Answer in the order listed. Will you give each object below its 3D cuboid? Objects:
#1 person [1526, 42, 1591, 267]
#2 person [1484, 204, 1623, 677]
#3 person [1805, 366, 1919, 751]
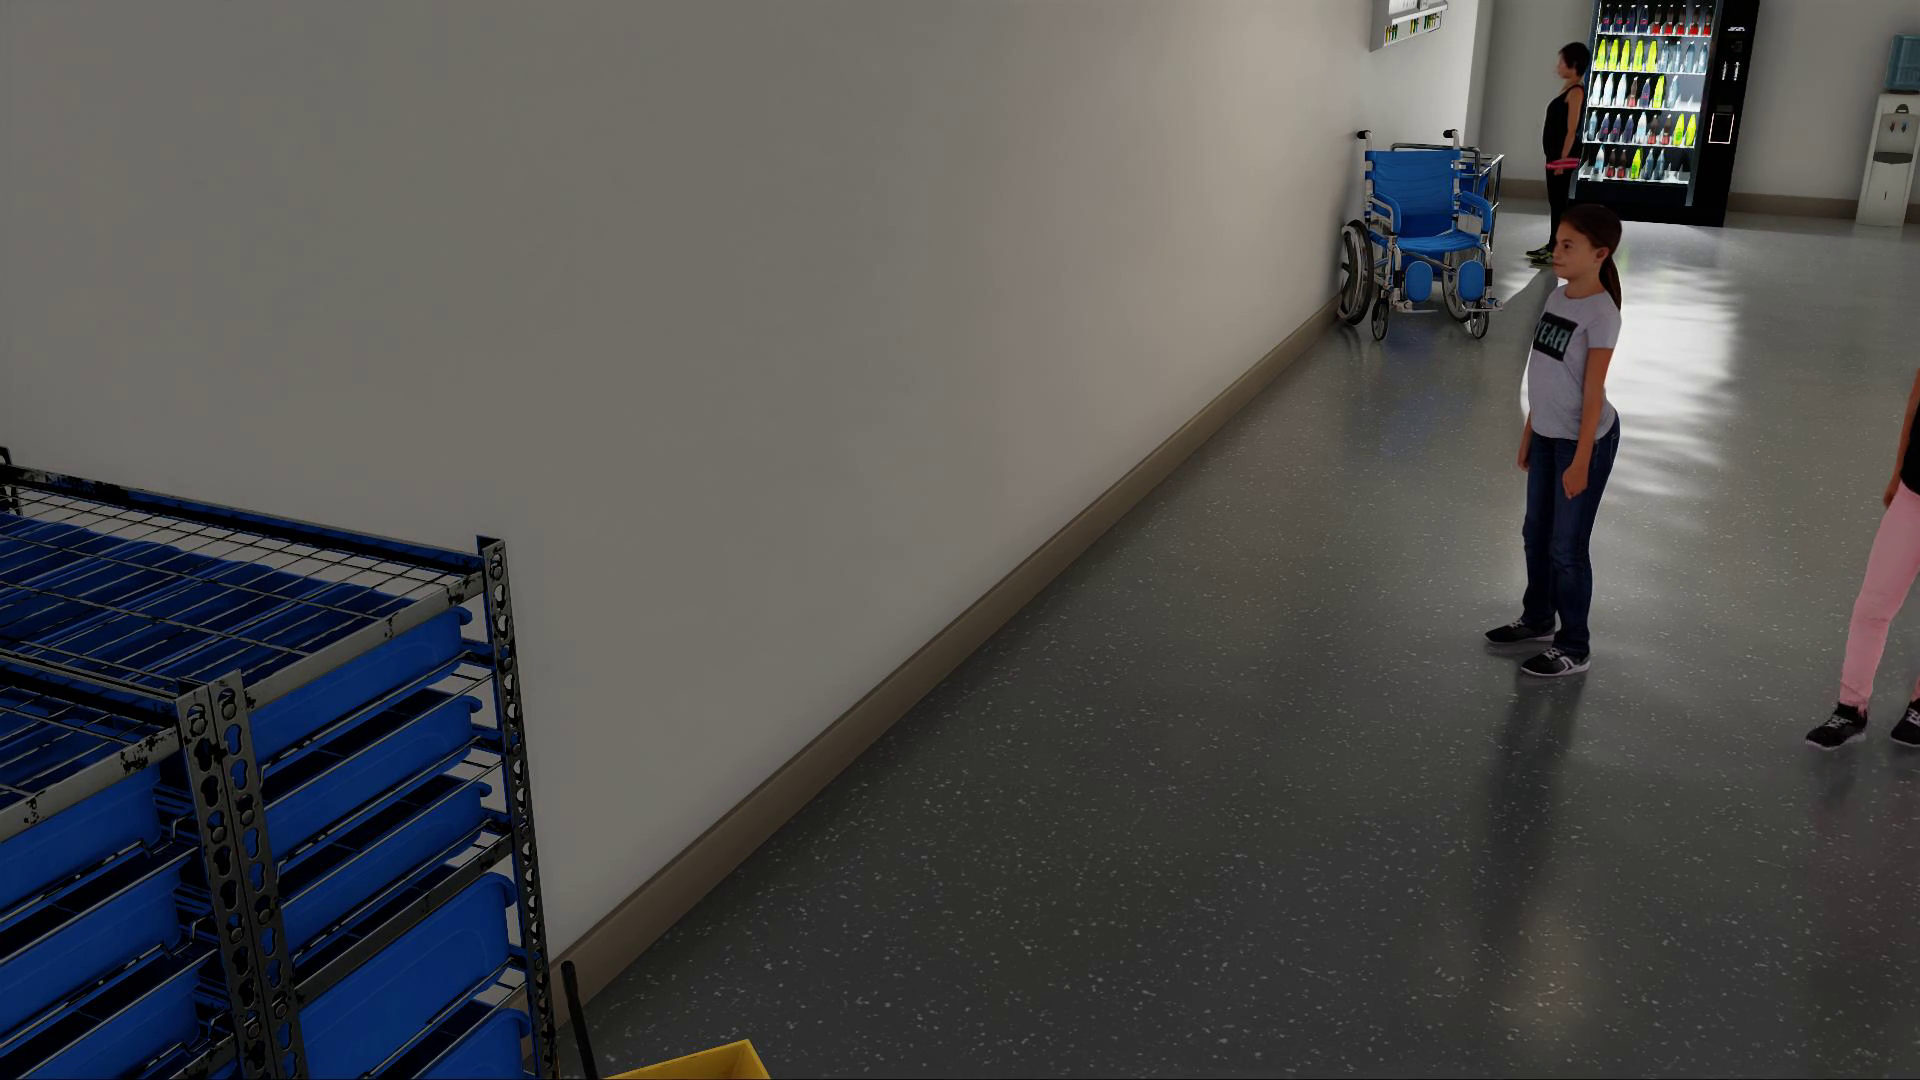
[{"bbox_3d":[4.313,-2.759,11.893,0.560,1.554,0.573,5,21,13],"label":"person"},{"bbox_3d":[2.006,-0.334,5.479,0.661,1.561,0.617,-4,21,-11],"label":"person"},{"bbox_3d":[2.947,-0.109,4.904,0.773,1.547,0.801,-18,27,-39],"label":"person"}]
